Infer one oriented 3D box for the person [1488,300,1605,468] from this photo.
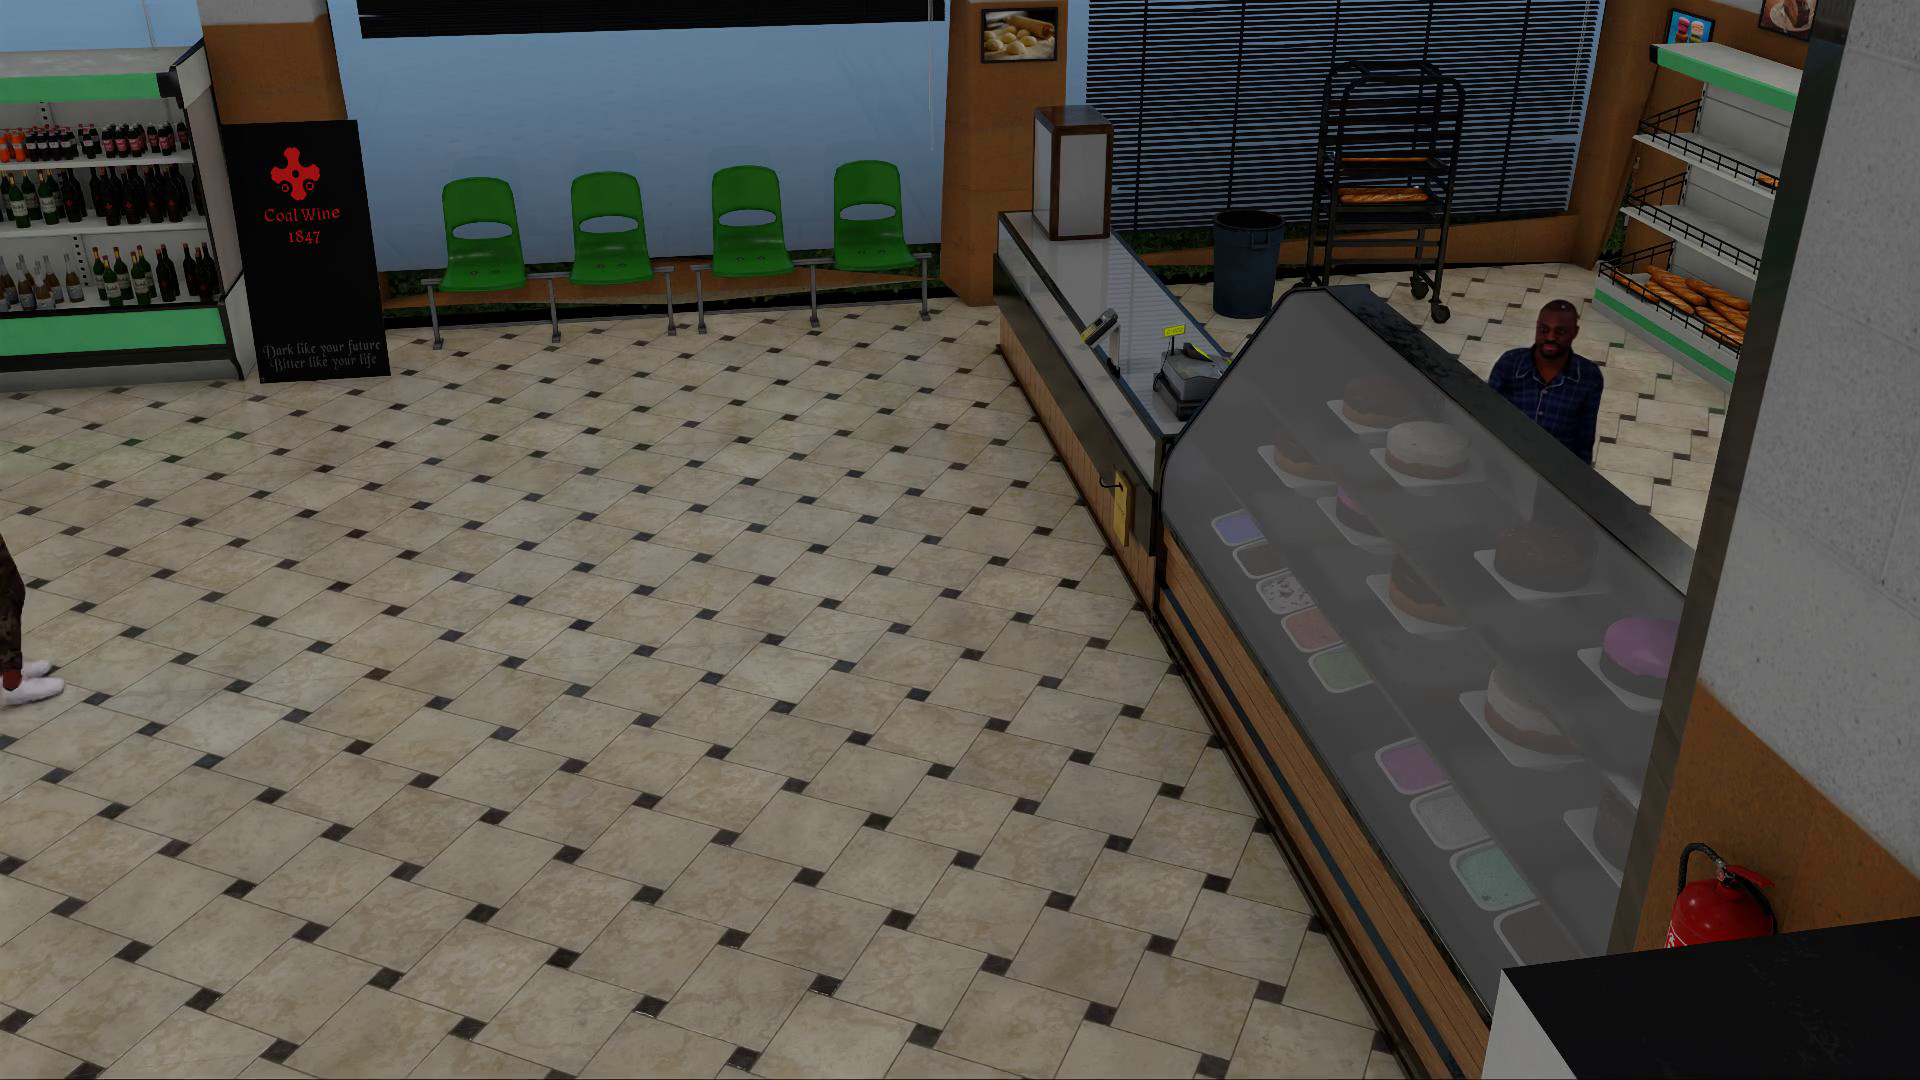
[{"bbox_3d":[2.589,-0.231,7.584,0.720,1.824,0.825,10,29,20],"label":"person"}]
